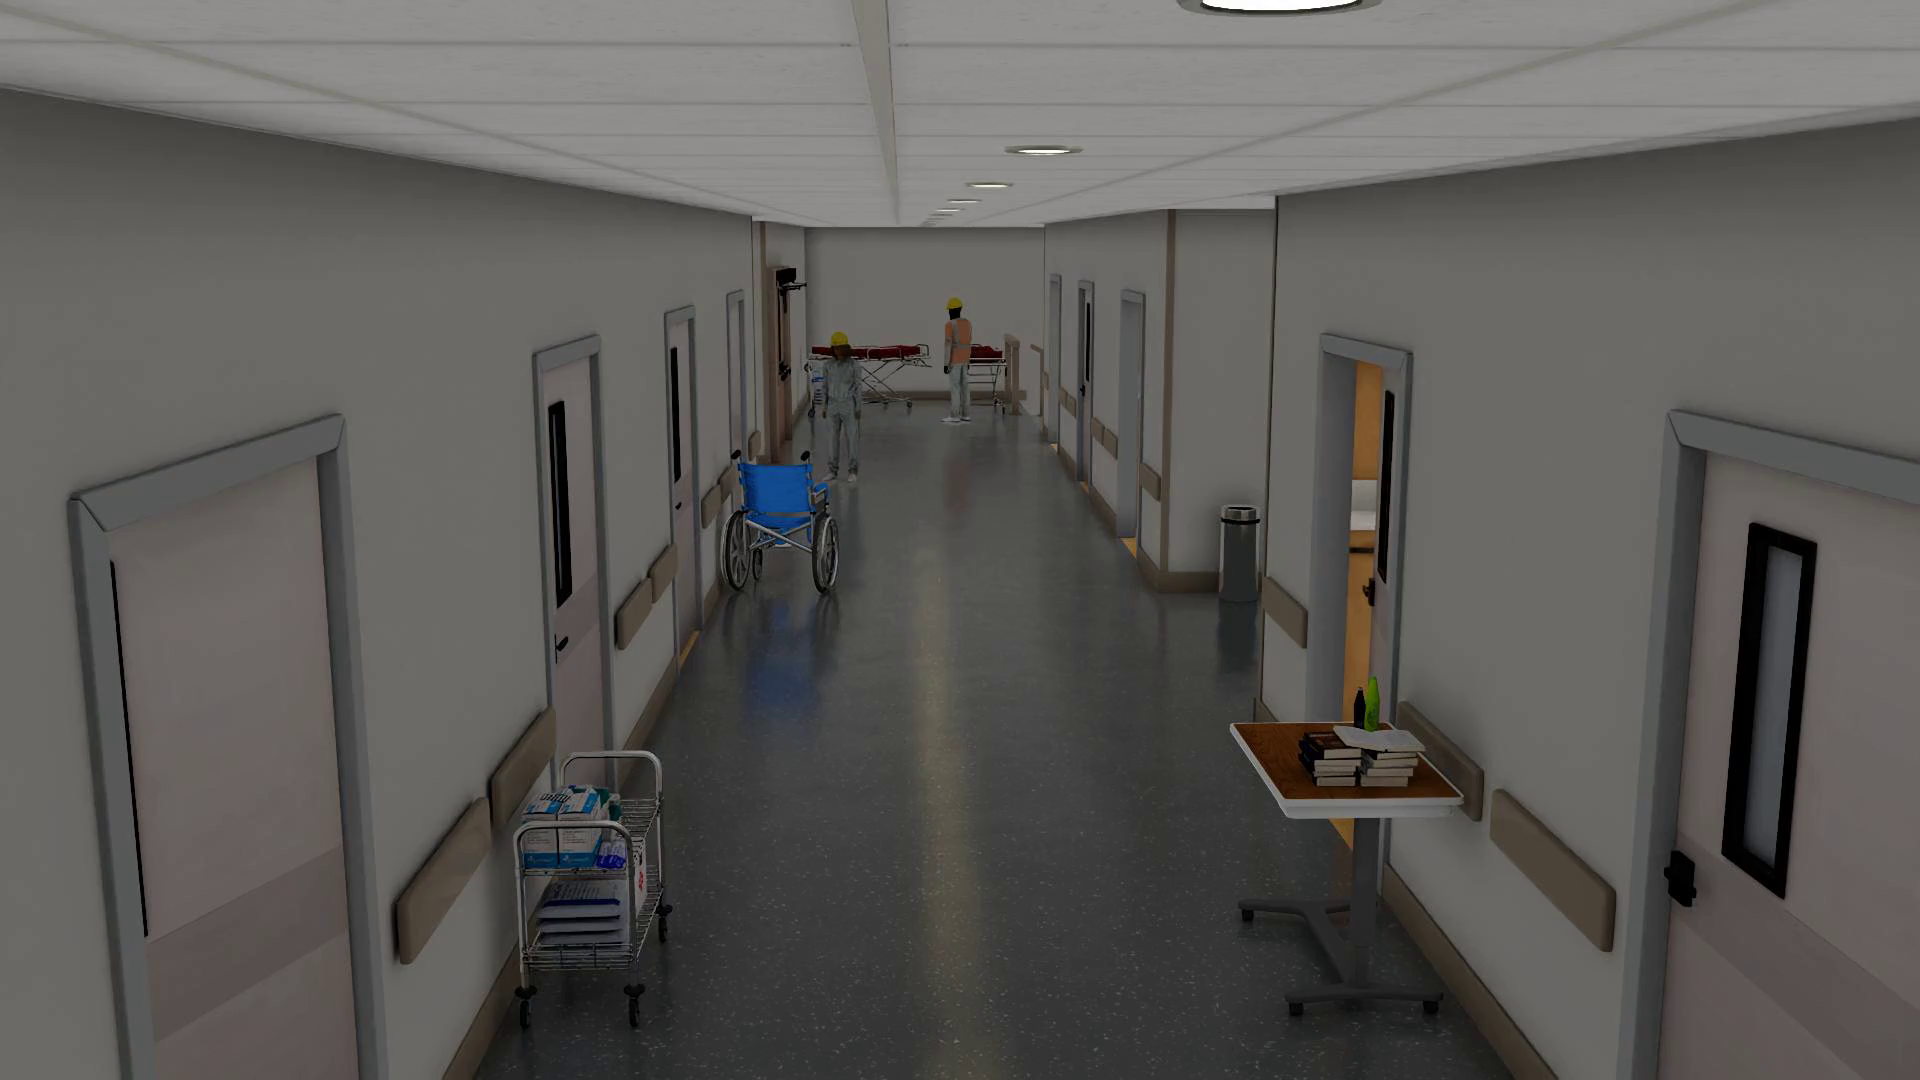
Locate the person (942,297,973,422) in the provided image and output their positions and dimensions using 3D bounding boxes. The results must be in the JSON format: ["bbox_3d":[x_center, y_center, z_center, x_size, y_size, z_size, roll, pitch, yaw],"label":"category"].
[{"bbox_3d":[-0.053,-2.775,25.666,0.398,1.920,0.586,8,13,38],"label":"person"}]

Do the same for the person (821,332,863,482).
[{"bbox_3d":[-1.372,-1.528,19.203,0.492,1.742,0.321,3,11,16],"label":"person"}]
